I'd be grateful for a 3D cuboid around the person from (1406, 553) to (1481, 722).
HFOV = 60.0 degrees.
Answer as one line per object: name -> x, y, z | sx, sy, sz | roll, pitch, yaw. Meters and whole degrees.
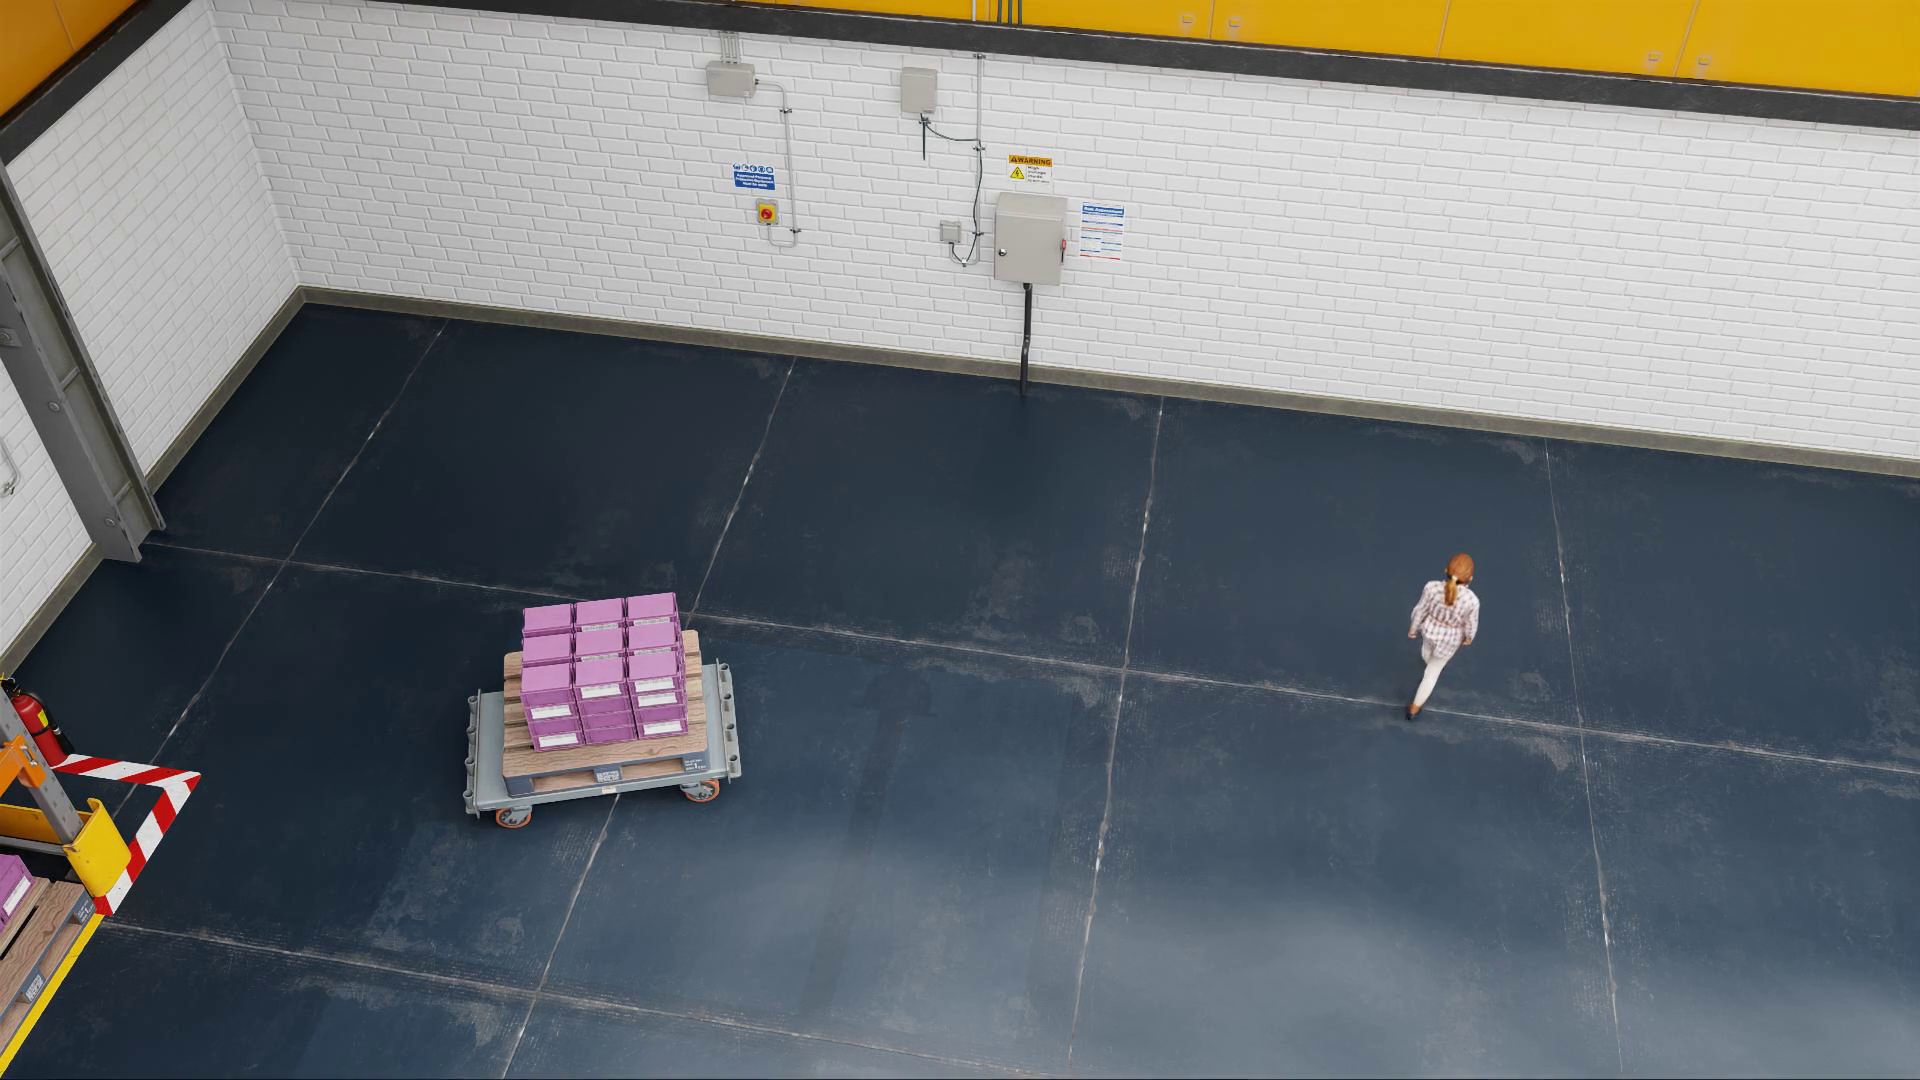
person -> 2.986, 0.636, 10.425 | 0.755, 1.280, 0.956 | 24, 49, 23
